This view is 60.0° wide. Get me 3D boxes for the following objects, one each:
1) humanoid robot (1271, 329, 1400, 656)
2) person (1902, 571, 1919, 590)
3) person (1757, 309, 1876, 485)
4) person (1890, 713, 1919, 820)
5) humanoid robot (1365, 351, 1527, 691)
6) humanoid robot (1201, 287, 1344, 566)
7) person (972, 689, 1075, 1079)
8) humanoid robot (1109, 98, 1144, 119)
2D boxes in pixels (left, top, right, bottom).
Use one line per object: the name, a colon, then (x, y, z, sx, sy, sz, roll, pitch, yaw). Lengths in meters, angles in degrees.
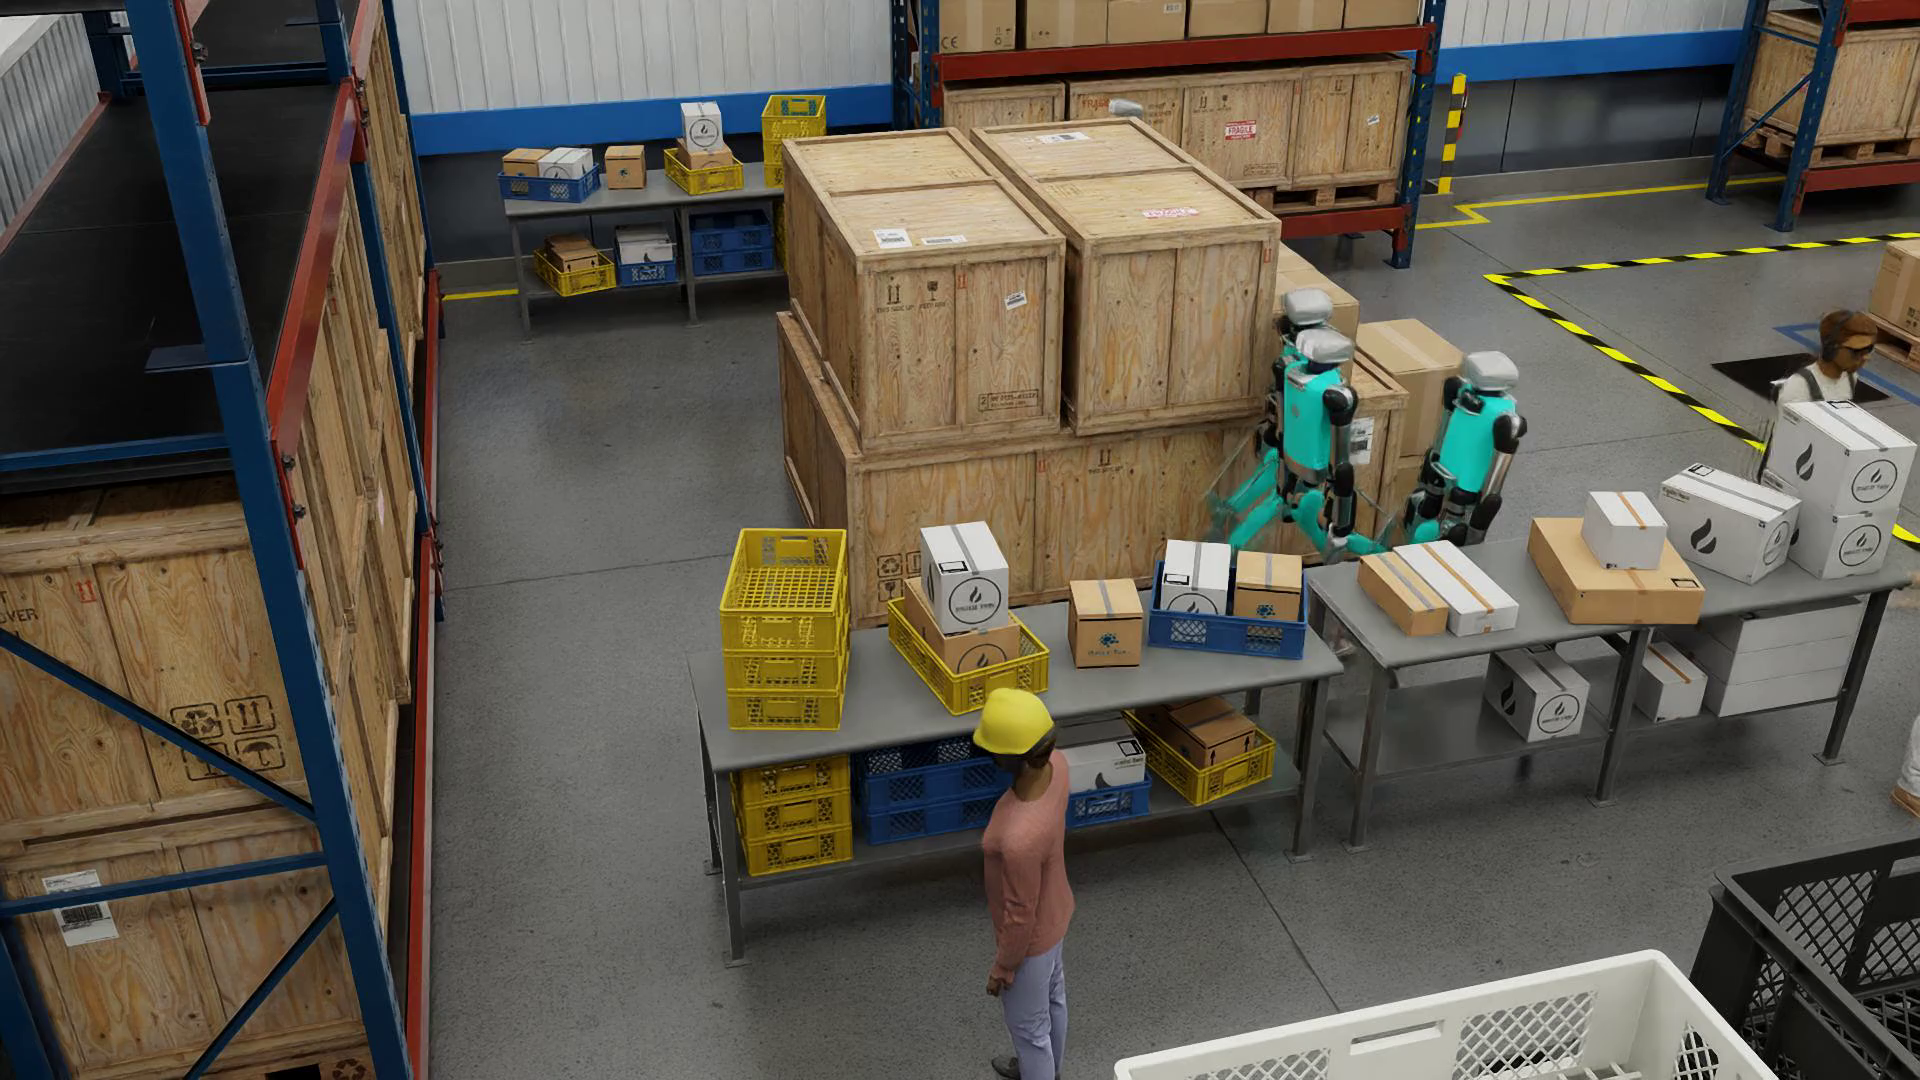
humanoid robot: (1.831, -0.170, 7.957, 0.757, 1.827, 0.530, -13, 31, -22)
person: (5.172, -0.554, 8.286, 0.388, 2.040, 0.613, 0, 29, 0)
person: (3.984, -0.236, 7.922, 0.522, 1.831, 0.435, -15, 32, -25)
person: (4.303, 0.347, 6.871, 0.629, 1.835, 0.429, -16, 33, -27)
humanoid robot: (2.078, 0.019, 7.577, 0.689, 1.801, 0.540, -8, 30, -14)
humanoid robot: (1.467, -0.374, 8.236, 0.708, 1.751, 0.533, -6, 29, -11)
person: (0.194, 1.226, 5.346, 0.325, 1.759, 0.523, 8, 30, 13)
humanoid robot: (1.287, -2.129, 11.544, 0.747, 1.884, 0.548, -8, 30, -14)
